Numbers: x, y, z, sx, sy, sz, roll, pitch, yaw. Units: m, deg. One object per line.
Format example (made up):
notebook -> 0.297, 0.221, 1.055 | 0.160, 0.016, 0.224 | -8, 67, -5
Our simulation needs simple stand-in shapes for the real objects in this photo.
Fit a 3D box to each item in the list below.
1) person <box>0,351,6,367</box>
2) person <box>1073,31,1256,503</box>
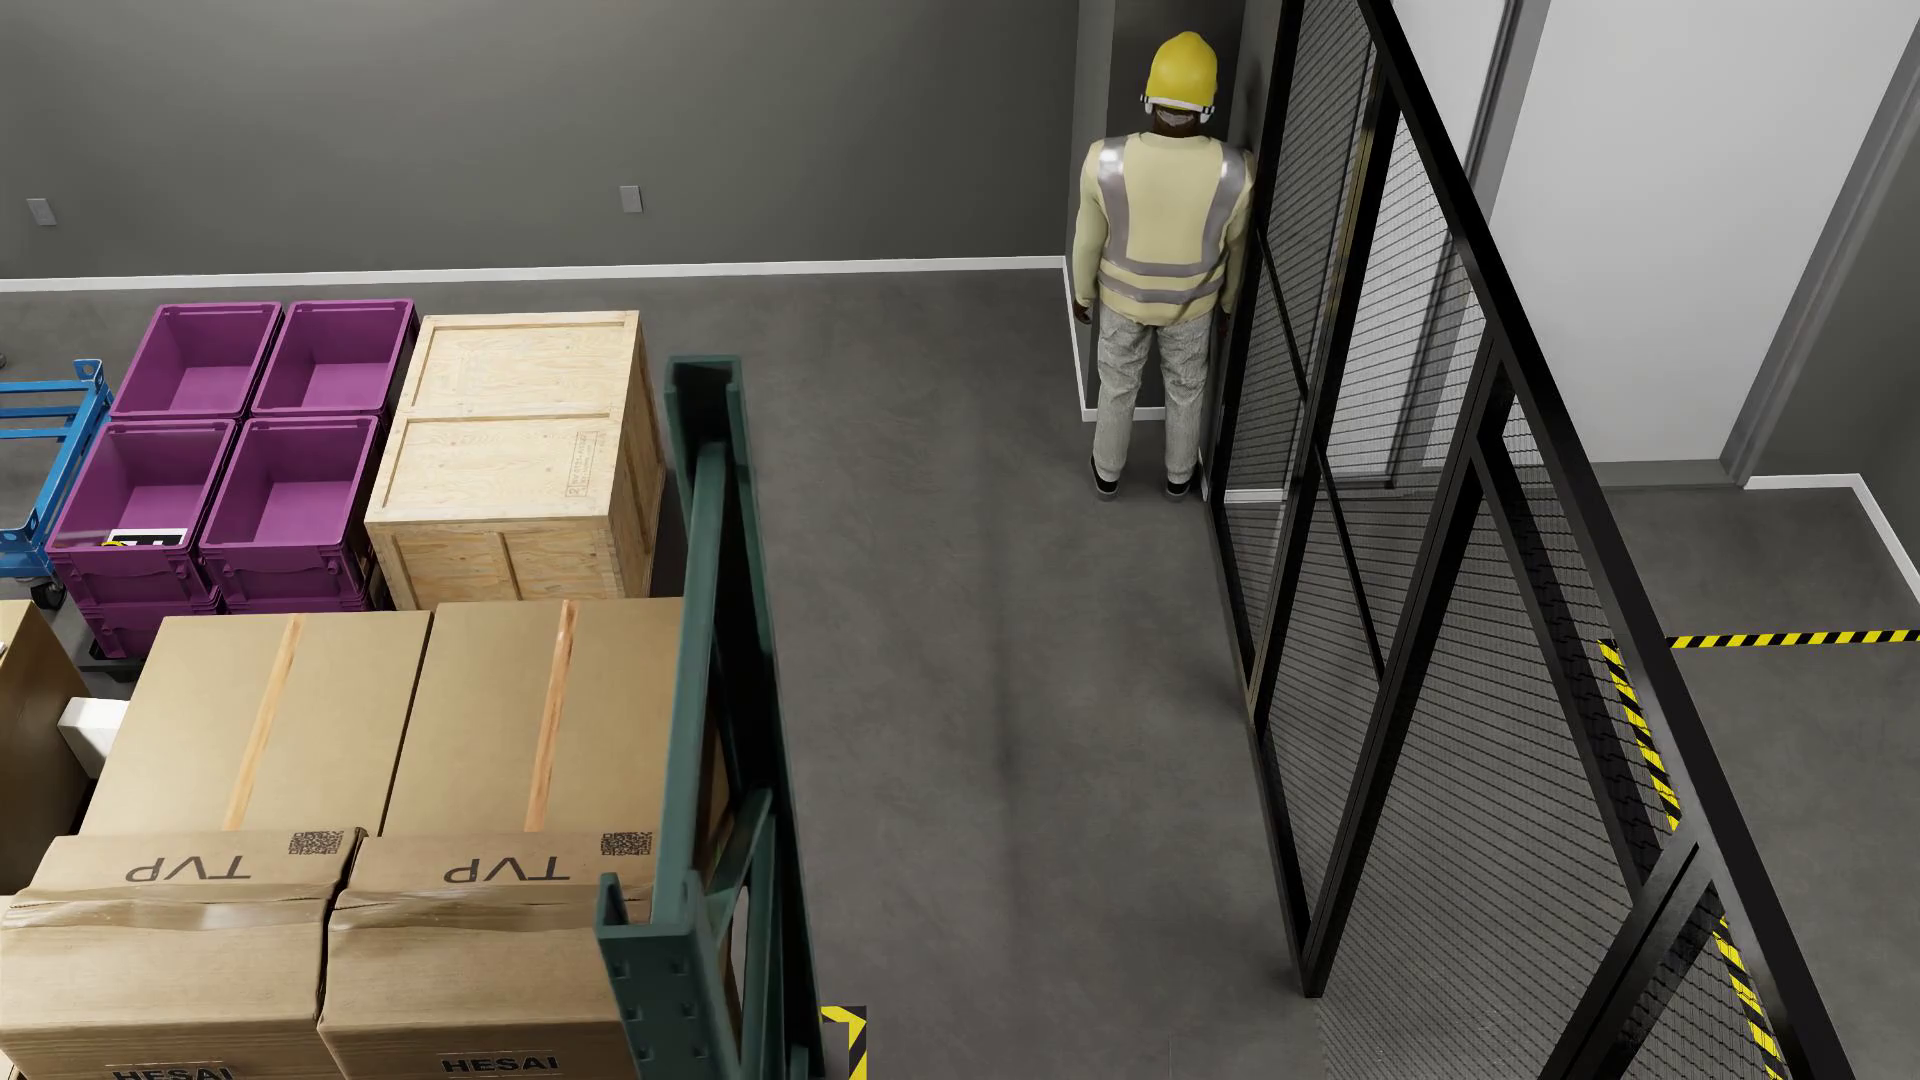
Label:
person -> -4.024, -1.272, 5.971 | 0.352, 1.937, 0.635 | -3, 46, -3
person -> 0.679, -0.866, 5.655 | 0.600, 1.830, 0.404 | 4, 46, 4
